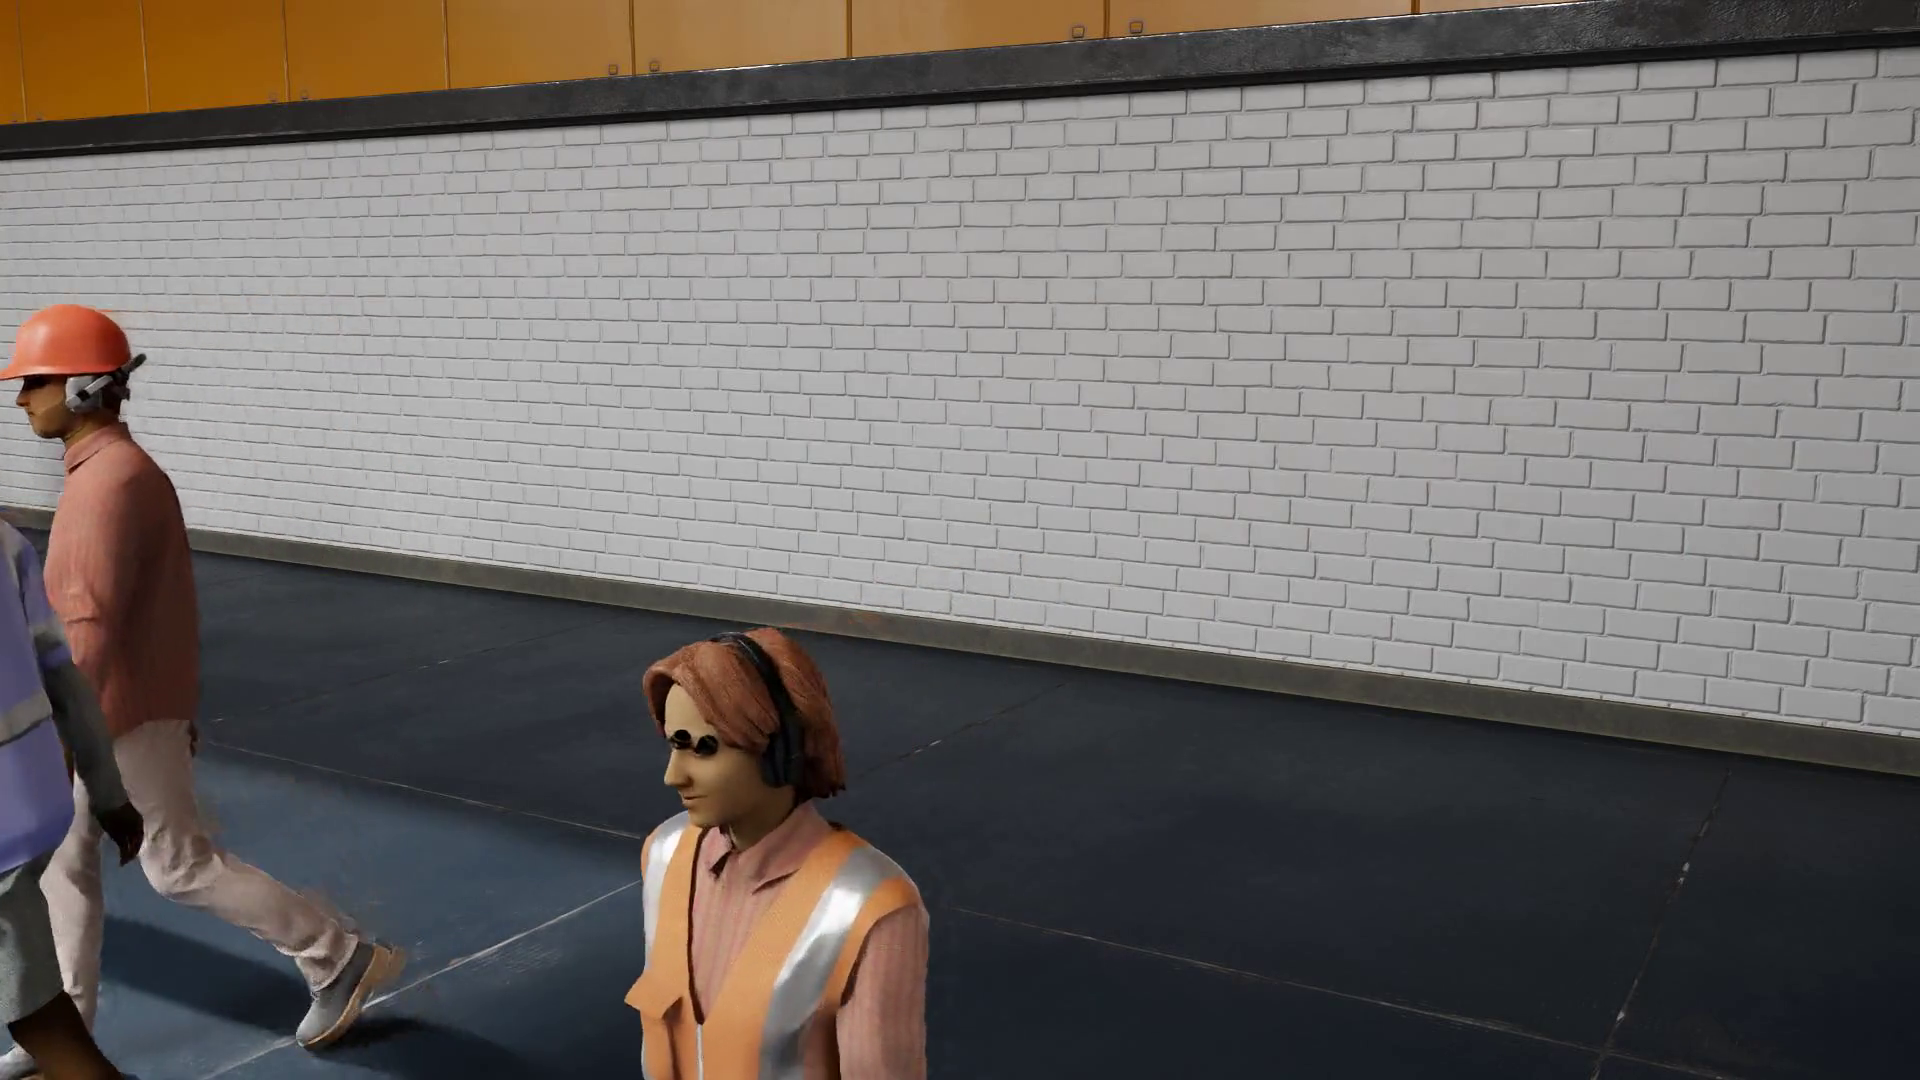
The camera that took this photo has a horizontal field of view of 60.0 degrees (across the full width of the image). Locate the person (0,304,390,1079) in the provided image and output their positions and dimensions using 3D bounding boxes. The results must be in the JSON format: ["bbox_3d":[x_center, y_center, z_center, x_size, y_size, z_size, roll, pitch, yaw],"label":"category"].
[{"bbox_3d":[-1.995,0.393,4.149,0.952,1.962,0.605,-5,11,-31],"label":"person"}]

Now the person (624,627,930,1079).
[{"bbox_3d":[-0.179,0.892,2.191,0.525,1.609,0.843,7,12,38],"label":"person"}]

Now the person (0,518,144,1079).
[{"bbox_3d":[-1.982,0.579,3.260,0.973,1.860,0.617,0,9,0],"label":"person"}]
